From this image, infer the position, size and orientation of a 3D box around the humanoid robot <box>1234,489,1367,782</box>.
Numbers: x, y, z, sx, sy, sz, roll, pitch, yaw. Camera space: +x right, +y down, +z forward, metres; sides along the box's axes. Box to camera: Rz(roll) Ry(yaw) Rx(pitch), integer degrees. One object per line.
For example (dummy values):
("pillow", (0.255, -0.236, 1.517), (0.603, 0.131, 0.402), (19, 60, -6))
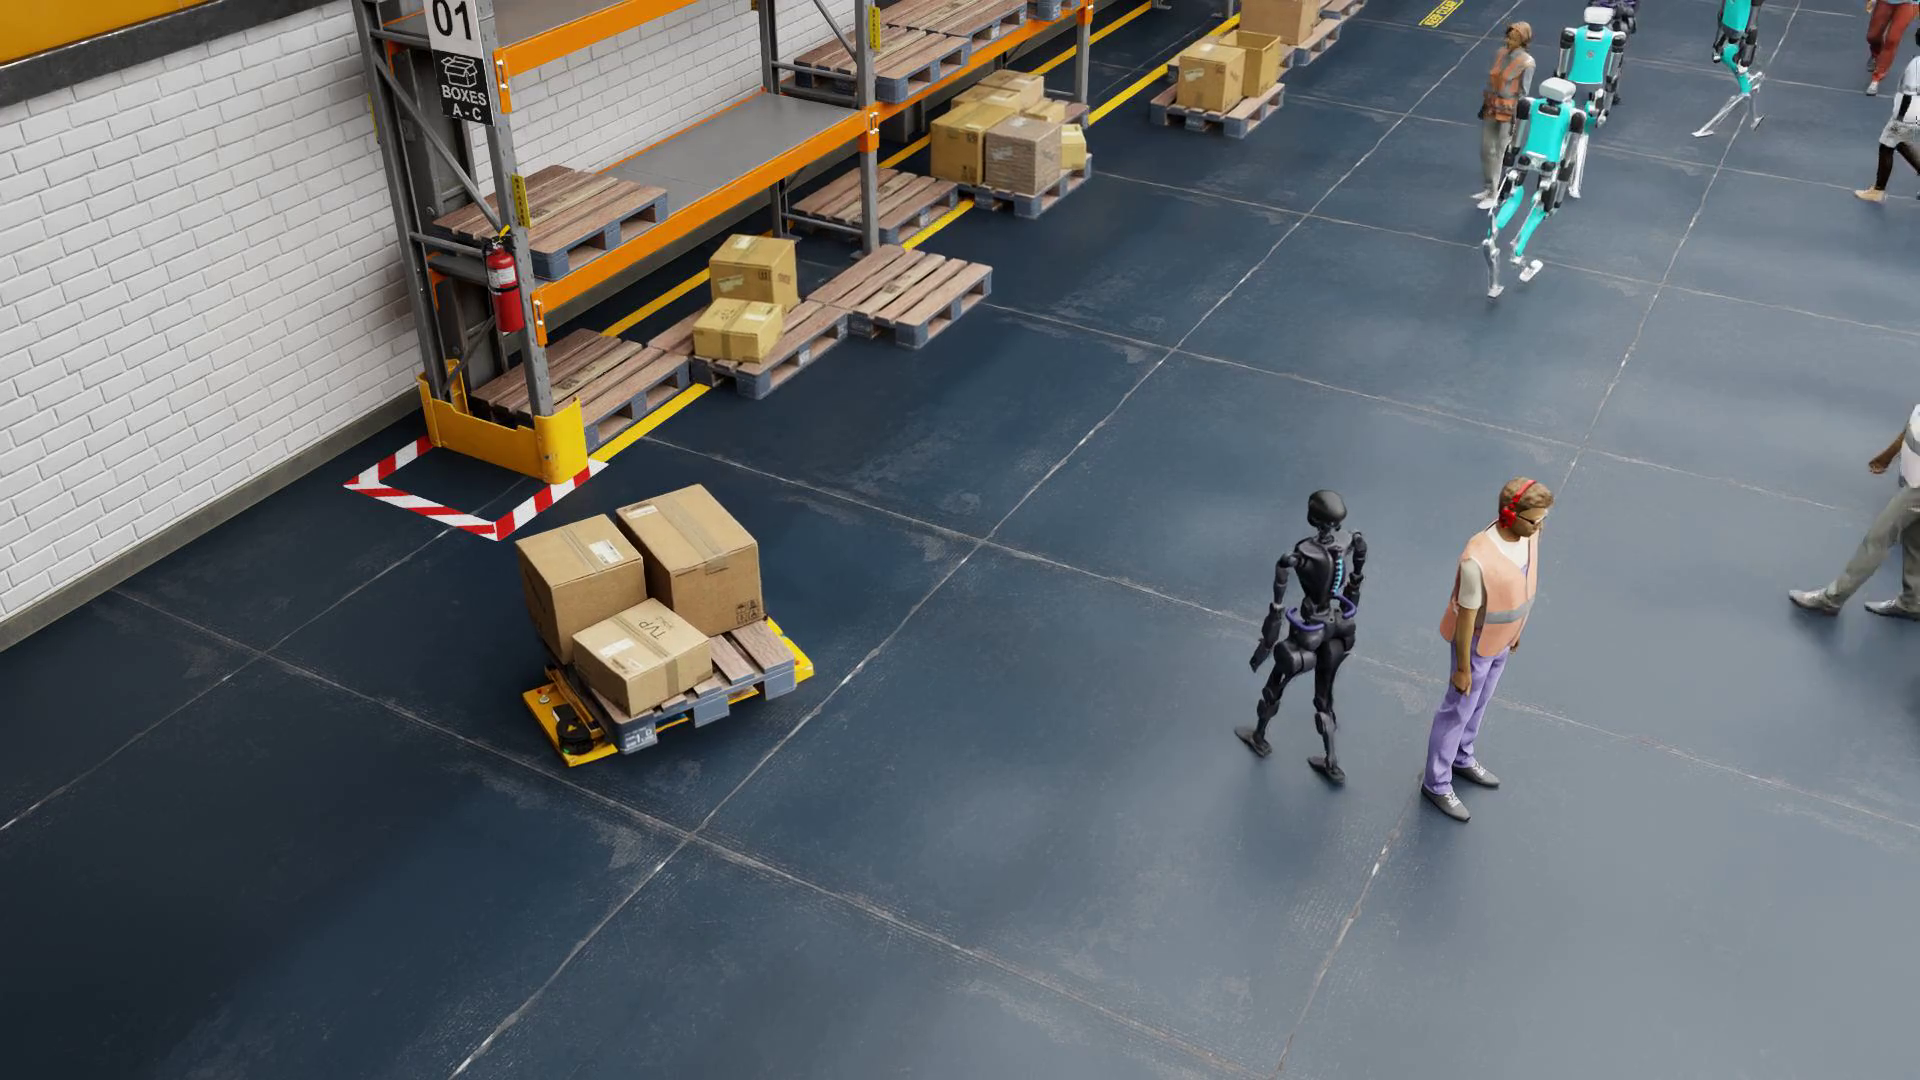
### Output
("humanoid robot", (1.735, 0.442, 8.230), (0.589, 1.634, 0.643), (-17, 37, -23))

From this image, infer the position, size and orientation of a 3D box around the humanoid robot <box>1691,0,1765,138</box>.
("humanoid robot", (7.643, -4.674, 15.915), (0.944, 1.780, 0.570), (-8, 34, -11))

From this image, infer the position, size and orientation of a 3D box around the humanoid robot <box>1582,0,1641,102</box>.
("humanoid robot", (6.686, -5.366, 17.031), (0.589, 1.623, 0.785), (-4, 34, -6))

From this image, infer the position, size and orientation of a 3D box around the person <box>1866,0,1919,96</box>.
("person", (9.697, -5.589, 17.154), (0.541, 1.833, 0.728), (23, 40, 31))

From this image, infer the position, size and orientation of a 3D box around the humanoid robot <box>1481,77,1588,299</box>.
("humanoid robot", (4.350, -2.636, 12.788), (0.557, 1.732, 0.966), (22, 39, 29))

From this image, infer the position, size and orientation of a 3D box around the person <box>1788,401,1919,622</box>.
("person", (5.235, -0.351, 9.278), (0.786, 1.812, 0.580), (12, 35, 17))

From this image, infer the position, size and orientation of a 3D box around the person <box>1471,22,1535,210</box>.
("person", (4.735, -3.698, 14.515), (0.313, 1.638, 0.547), (-11, 35, -16))

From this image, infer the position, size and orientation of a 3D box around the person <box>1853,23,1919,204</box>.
("person", (8.321, -3.702, 14.459), (0.536, 1.679, 0.531), (-23, 40, -31))

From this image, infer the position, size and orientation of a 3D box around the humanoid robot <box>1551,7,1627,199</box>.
("humanoid robot", (5.452, -3.862, 14.619), (0.536, 1.746, 0.731), (11, 35, 16))

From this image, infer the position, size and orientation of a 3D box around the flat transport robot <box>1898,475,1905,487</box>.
("flat transport robot", (6.666, -0.229, 10.494), (0.659, 0.231, 1.431), (27, 42, 34))

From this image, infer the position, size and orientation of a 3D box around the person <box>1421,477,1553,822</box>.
("person", (2.509, 0.492, 7.979), (0.391, 1.840, 0.564), (26, 42, 34))

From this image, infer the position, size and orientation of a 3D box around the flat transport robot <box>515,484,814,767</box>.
("flat transport robot", (-1.577, 0.746, 9.019), (1.431, 0.231, 0.659), (-20, 38, -27))
